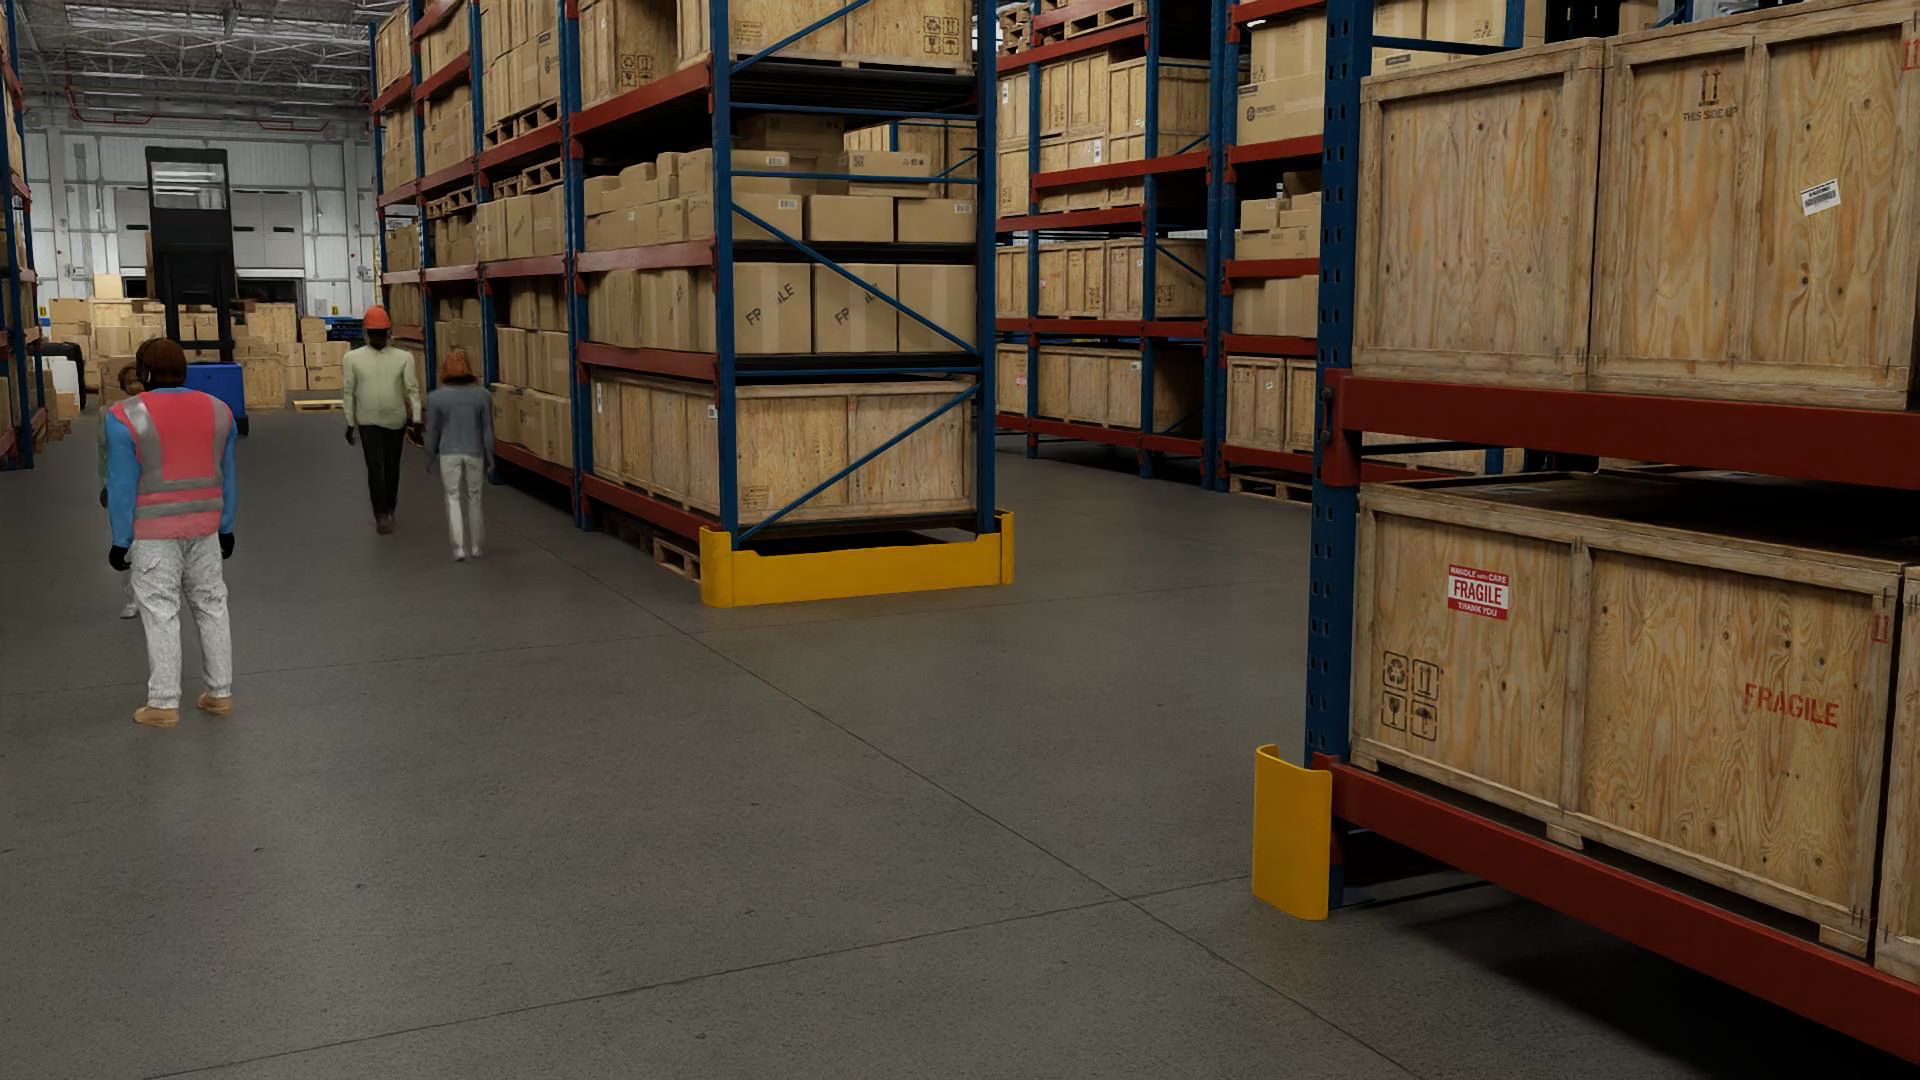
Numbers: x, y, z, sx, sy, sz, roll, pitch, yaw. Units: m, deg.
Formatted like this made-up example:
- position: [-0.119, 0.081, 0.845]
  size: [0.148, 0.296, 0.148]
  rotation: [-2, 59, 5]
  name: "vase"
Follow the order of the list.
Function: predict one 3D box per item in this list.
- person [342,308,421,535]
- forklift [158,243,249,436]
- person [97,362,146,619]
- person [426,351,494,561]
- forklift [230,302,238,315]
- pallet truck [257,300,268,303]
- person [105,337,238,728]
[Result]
- position: [-5.059, -1.054, 14.584]
  size: [0.633, 1.947, 1.016]
  rotation: [-4, 9, -24]
  name: "person"
- position: [-11.113, -2.932, 24.306]
  size: [1.129, 2.768, 1.873]
  rotation: [-4, 9, -26]
  name: "forklift"
- position: [-5.190, -0.311, 10.551]
  size: [0.556, 1.617, 0.585]
  rotation: [-2, 8, -14]
  name: "person"
- position: [-3.857, -0.641, 12.871]
  size: [0.501, 1.645, 0.408]
  rotation: [-4, 9, -25]
  name: "person"
- position: [-22.509, -6.758, 50.688]
  size: [1.873, 2.768, 1.129]
  rotation: [6, 10, 35]
  name: "forklift"
- position: [-23.913, -7.404, 58.171]
  size: [1.885, 1.965, 0.823]
  rotation: [-1, 8, -9]
  name: "pallet truck"
- position: [-3.747, -0.036, 7.911]
  size: [0.429, 1.840, 0.637]
  rotation: [6, 10, 34]
  name: "person"
